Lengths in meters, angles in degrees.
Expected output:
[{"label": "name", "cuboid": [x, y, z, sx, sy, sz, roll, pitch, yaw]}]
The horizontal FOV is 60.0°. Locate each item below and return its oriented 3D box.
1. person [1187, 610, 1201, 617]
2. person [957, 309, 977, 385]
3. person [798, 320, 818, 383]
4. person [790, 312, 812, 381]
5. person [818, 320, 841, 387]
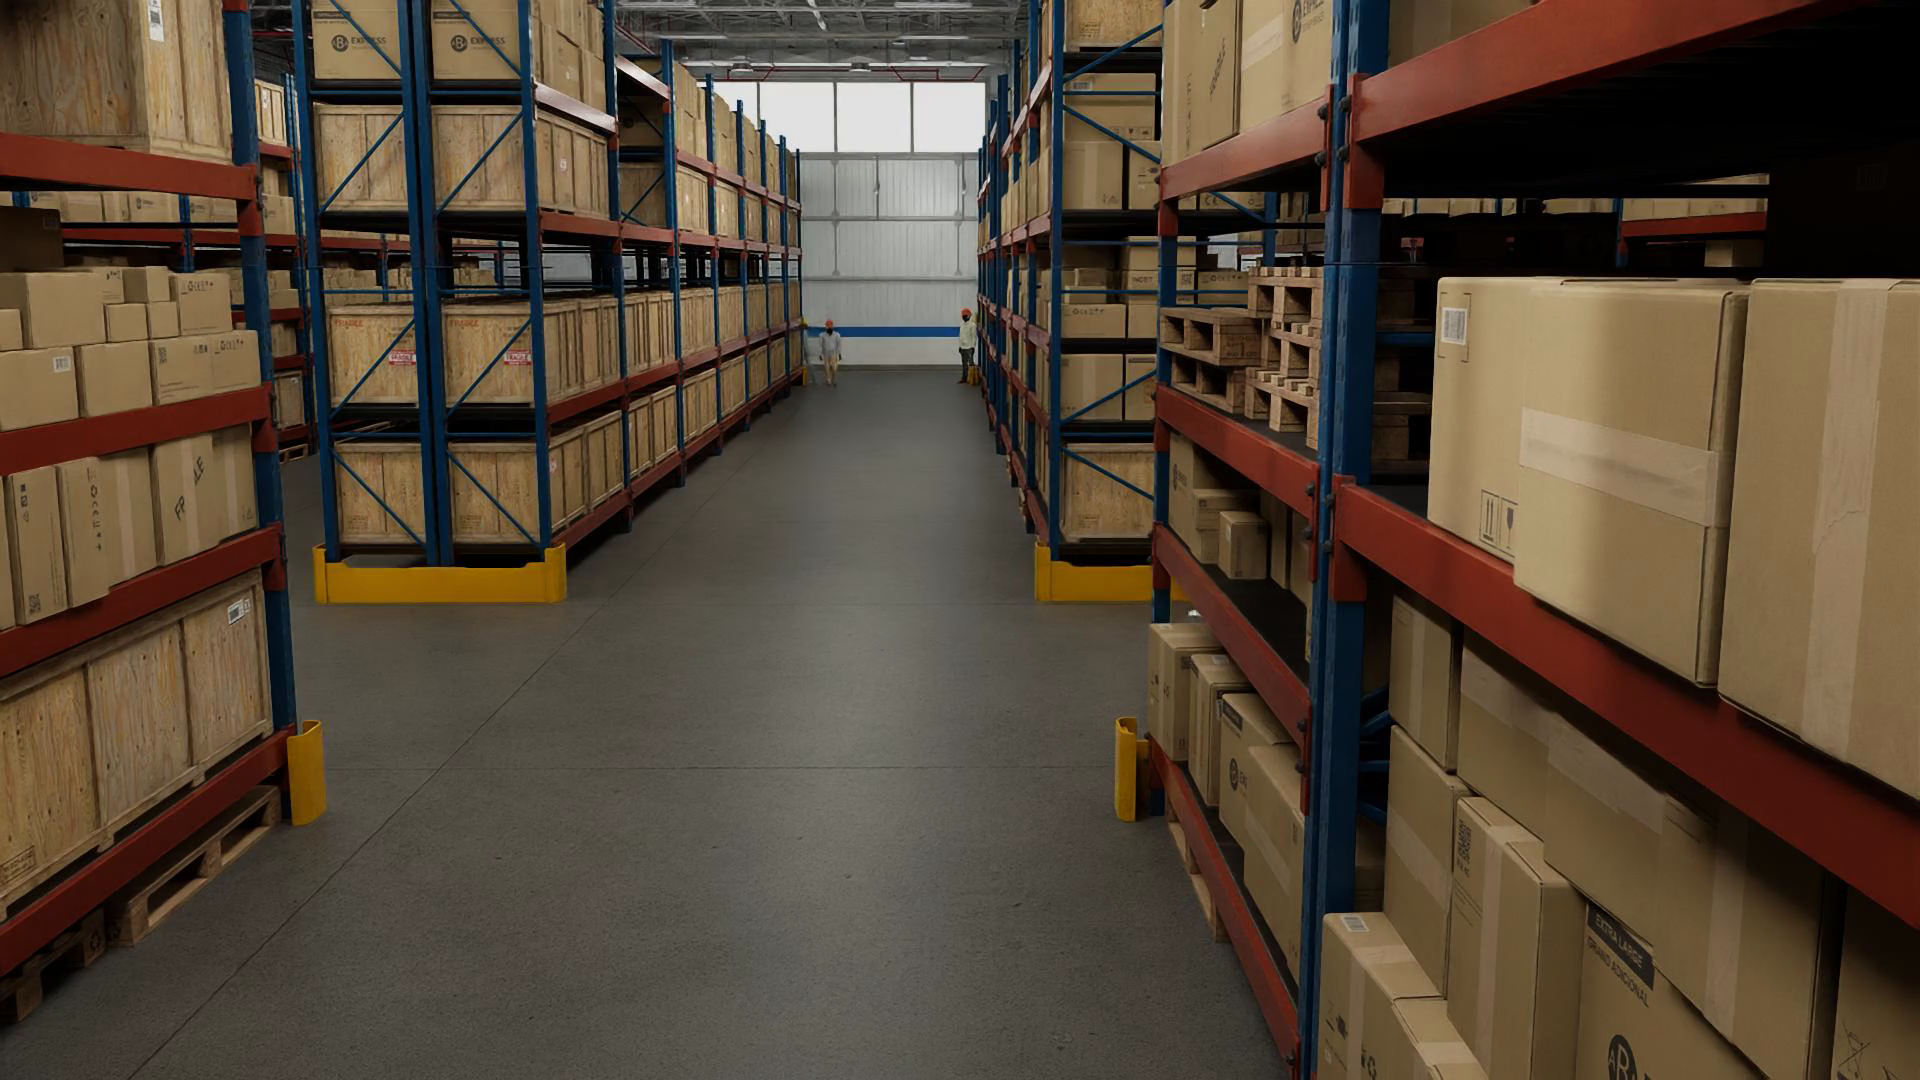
[{"label": "person", "cuboid": [2.476, -0.255, 14.510, 0.887, 1.872, 0.641, 1, 9, 4]}, {"label": "person", "cuboid": [0.173, -5.081, 43.716, 0.395, 1.992, 0.621, -8, 12, -39]}, {"label": "person", "cuboid": [-4.207, -5.020, 44.262, 0.895, 1.692, 0.514, 0, 9, 1]}, {"label": "person", "cuboid": [-4.253, -5.182, 44.603, 0.792, 1.901, 0.630, -5, 11, -29]}, {"label": "person", "cuboid": [-3.324, -4.760, 42.575, 0.594, 1.710, 0.869, -1, 9, -7]}]
